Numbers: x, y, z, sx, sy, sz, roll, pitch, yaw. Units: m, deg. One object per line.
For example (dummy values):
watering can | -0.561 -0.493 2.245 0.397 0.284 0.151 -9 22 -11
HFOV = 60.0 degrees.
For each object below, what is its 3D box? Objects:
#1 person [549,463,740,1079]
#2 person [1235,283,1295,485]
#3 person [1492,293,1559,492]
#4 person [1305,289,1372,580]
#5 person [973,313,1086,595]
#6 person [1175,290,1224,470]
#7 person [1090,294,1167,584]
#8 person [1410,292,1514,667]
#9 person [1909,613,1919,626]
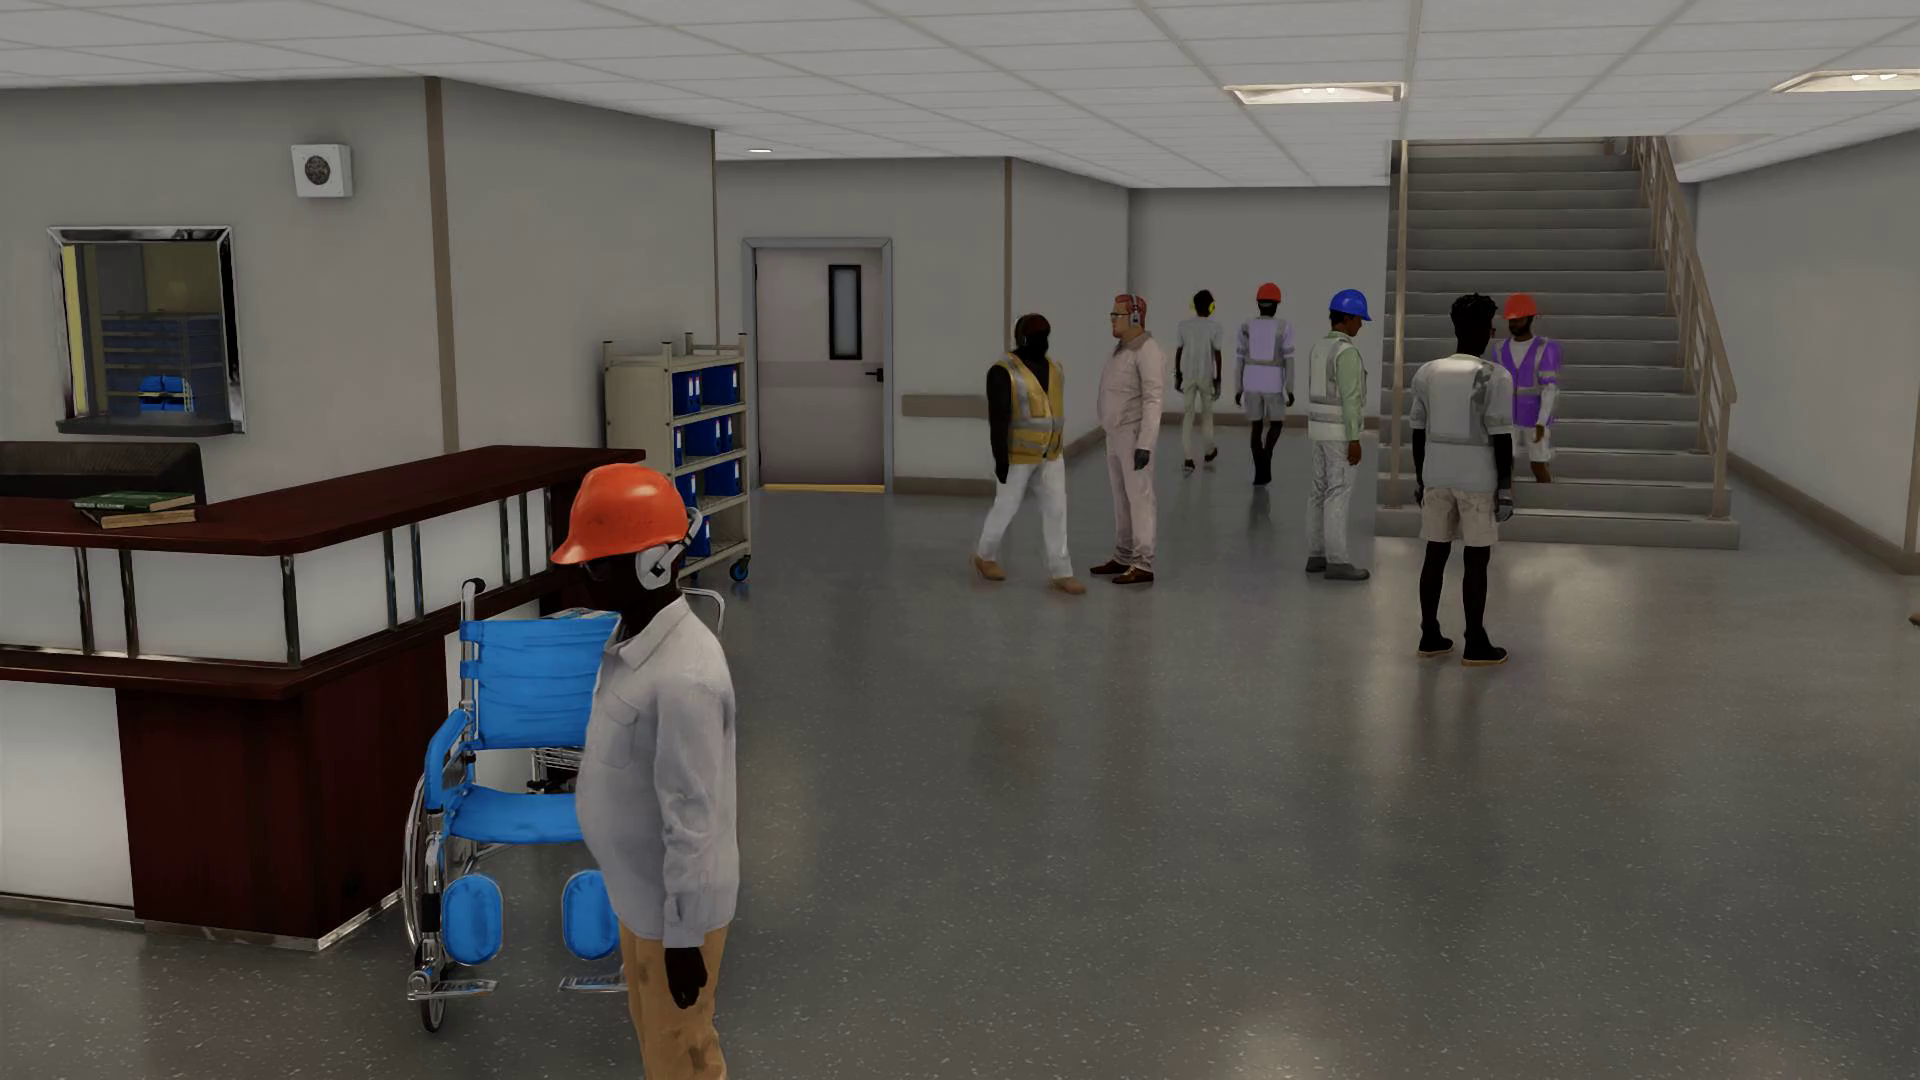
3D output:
person | -0.641 0.705 3.430 0.352 1.743 0.564 -4 10 -22
person | 2.857 -1.455 15.648 0.574 1.916 0.540 4 10 23
person | 4.320 -0.946 12.747 0.548 1.890 1.001 8 13 40
person | 2.538 -0.704 11.161 0.402 1.938 0.603 -2 10 -12
person | 0.415 -0.574 10.817 0.638 1.803 0.950 -7 12 -37
person | 2.445 -1.644 17.049 0.538 1.818 0.978 3 10 20
person | 1.105 -0.669 11.040 0.404 1.911 0.636 -3 10 -16
person | 2.662 -0.318 8.798 0.367 1.966 0.604 -8 12 -39
person | 5.830 -0.339 9.343 0.527 1.825 0.705 -9 13 -44
